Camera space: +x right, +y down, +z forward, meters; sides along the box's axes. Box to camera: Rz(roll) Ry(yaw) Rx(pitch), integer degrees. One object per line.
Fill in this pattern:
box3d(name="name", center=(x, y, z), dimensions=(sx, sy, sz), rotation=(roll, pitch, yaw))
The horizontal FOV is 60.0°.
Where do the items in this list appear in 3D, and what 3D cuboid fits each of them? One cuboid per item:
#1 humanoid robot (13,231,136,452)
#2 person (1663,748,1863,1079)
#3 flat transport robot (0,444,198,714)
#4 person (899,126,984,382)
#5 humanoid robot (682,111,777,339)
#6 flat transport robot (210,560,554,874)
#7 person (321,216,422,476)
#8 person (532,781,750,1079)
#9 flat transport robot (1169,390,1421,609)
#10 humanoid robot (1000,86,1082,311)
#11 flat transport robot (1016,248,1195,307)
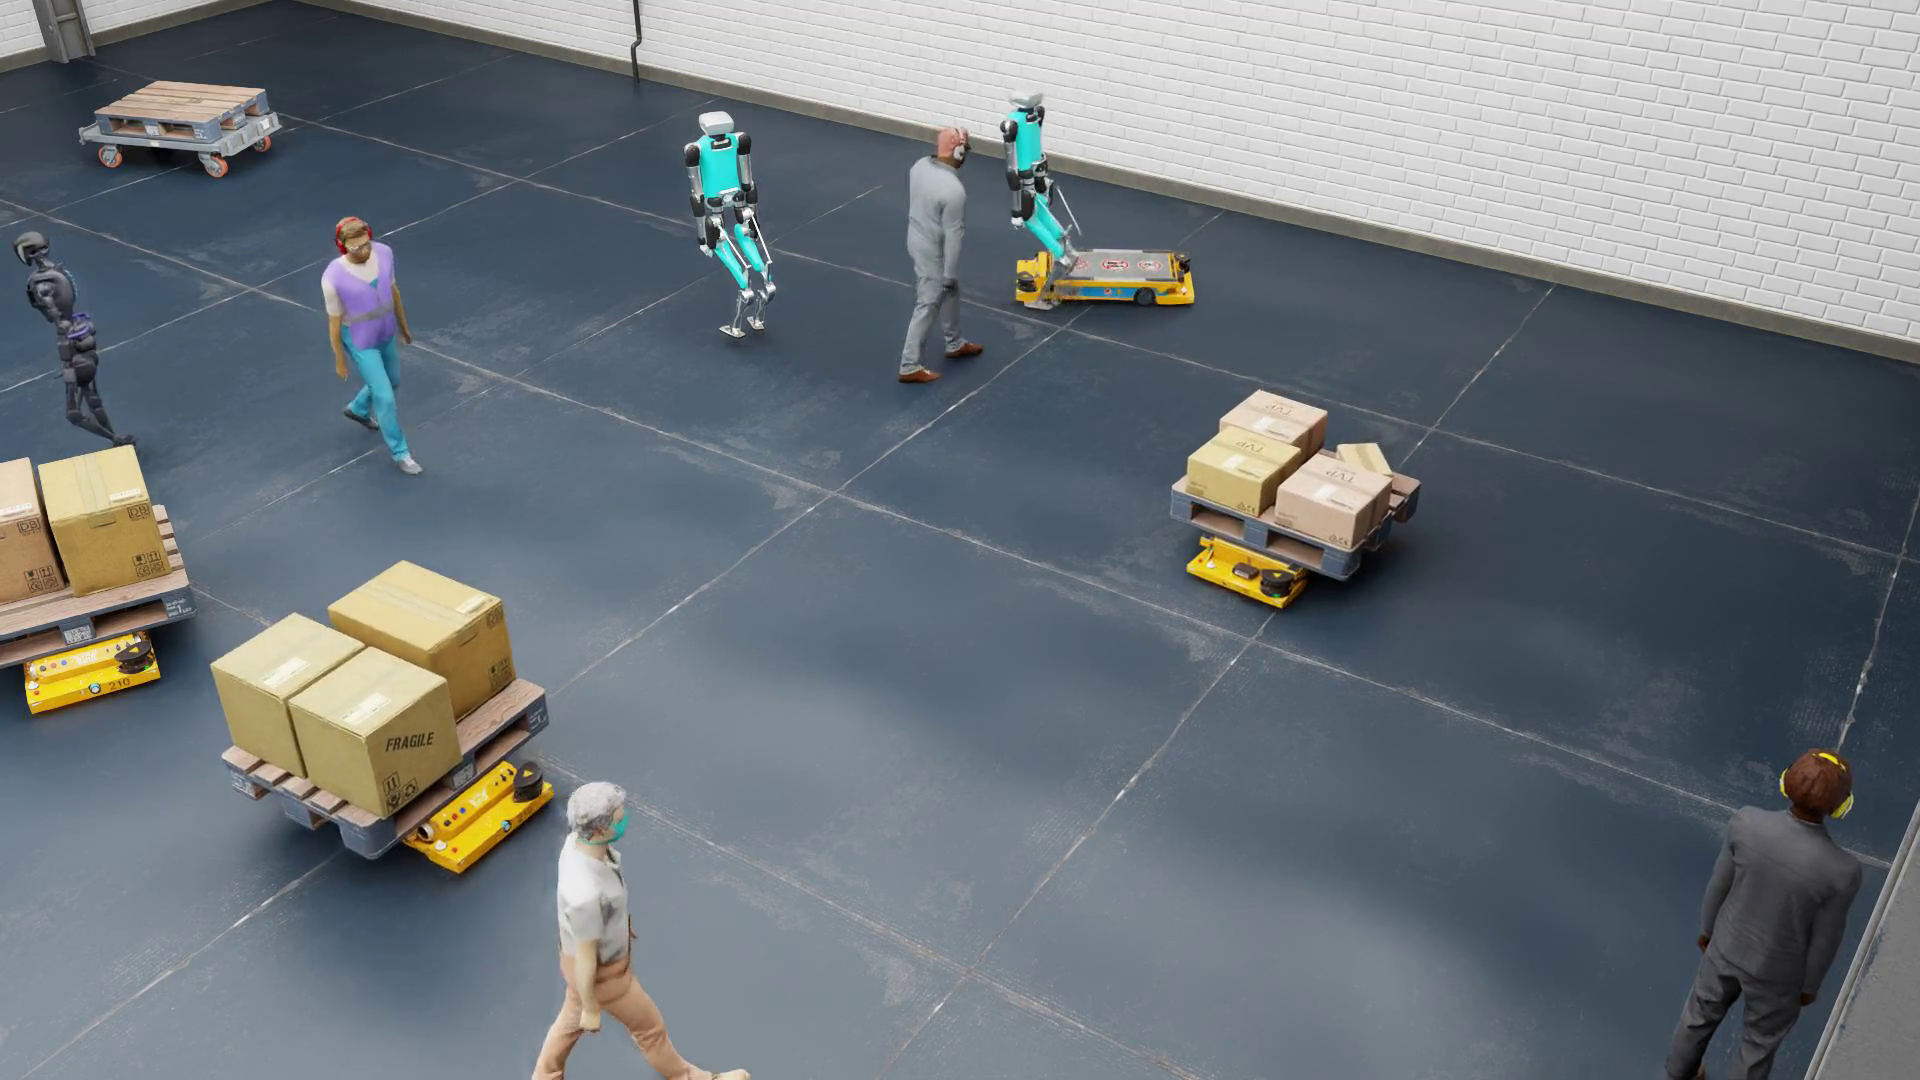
box3d(name="humanoid robot", center=(-5.806, -1.250, 10.891), dimensions=(0.336, 1.647, 0.609), rotation=(-13, 35, -20))
box3d(name="person", center=(3.047, 1.566, 6.346), dimensions=(0.354, 1.869, 0.493), rotation=(-24, 40, -32))
box3d(name="flat transport robot", center=(-5.059, 0.454, 9.550), dimensions=(0.659, 0.231, 1.431), rotation=(-17, 37, -25))
box3d(name="person", center=(-0.115, -2.069, 12.016), dimensions=(0.838, 1.851, 0.653), rotation=(-13, 35, -20))
box3d(name="humanoid robot", center=(-1.634, -2.276, 12.316), dimensions=(0.533, 1.677, 0.735), rotation=(-20, 38, -28))
box3d(name="flat transport robot", center=(-2.825, 1.180, 8.420), dimensions=(1.431, 0.231, 0.659), rotation=(18, 37, 26))
box3d(name="person", center=(-3.934, -1.327, 10.909), dimensions=(0.746, 1.805, 0.604), rotation=(14, 35, 21))
box3d(name="person", center=(-1.357, 1.618, 6.434), dimensions=(0.904, 1.692, 0.500), rotation=(-7, 33, -10))
box3d(name="flat transport robot", center=(2.061, -0.064, 10.357), dimensions=(0.659, 0.231, 1.431), rotation=(22, 39, 31))
box3d(name="humanoid robot", center=(0.691, -2.575, 12.940), dimensions=(0.738, 1.824, 0.535), rotation=(18, 37, 25))
box3d(name="flat transport robot", center=(1.181, -2.150, 13.601), dimensions=(1.431, 0.231, 0.659), rotation=(1, 33, 2))
